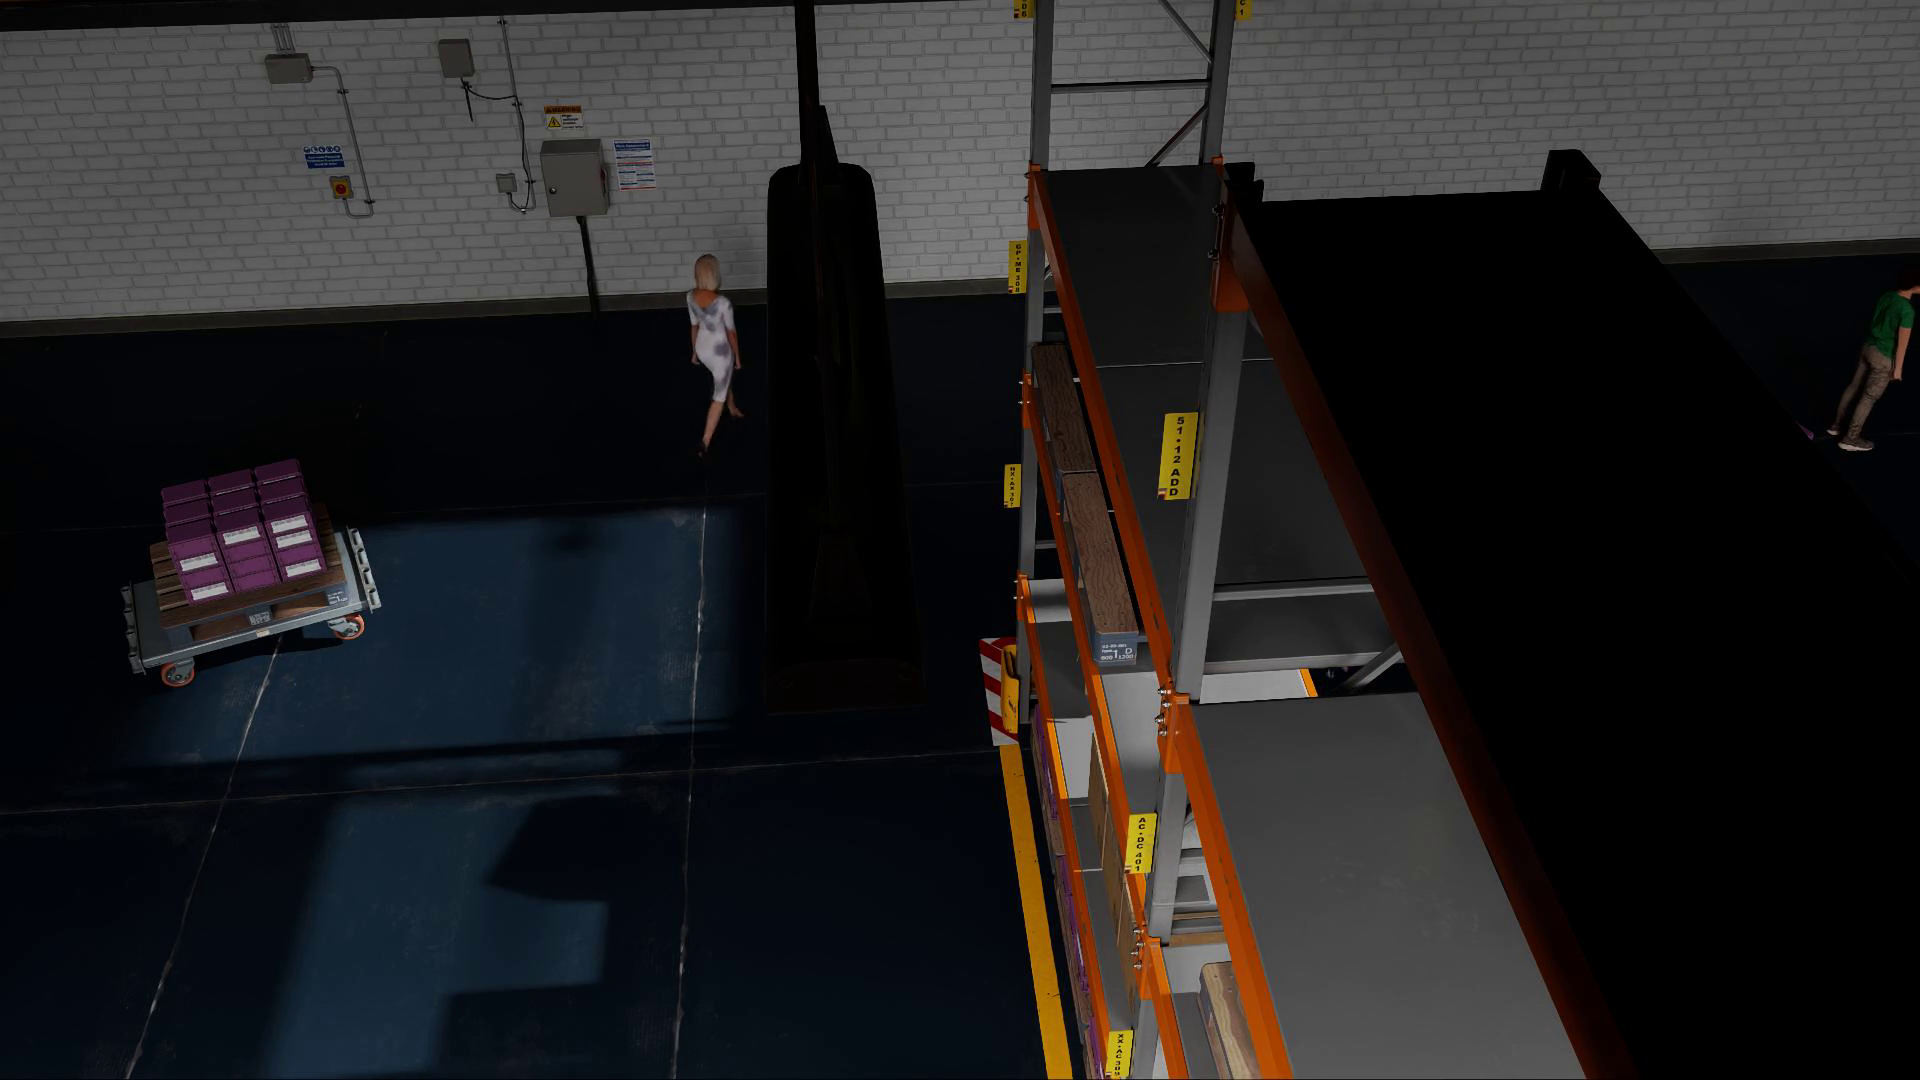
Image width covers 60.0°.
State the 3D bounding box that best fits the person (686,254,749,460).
[{"bbox_3d":[-1.980,-1.433,13.268,0.952,1.718,1.155,18,42,21],"label":"person"}]

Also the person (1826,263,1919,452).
[{"bbox_3d":[7.392,-1.488,13.389,0.640,1.653,0.450,-2,39,-3],"label":"person"}]
